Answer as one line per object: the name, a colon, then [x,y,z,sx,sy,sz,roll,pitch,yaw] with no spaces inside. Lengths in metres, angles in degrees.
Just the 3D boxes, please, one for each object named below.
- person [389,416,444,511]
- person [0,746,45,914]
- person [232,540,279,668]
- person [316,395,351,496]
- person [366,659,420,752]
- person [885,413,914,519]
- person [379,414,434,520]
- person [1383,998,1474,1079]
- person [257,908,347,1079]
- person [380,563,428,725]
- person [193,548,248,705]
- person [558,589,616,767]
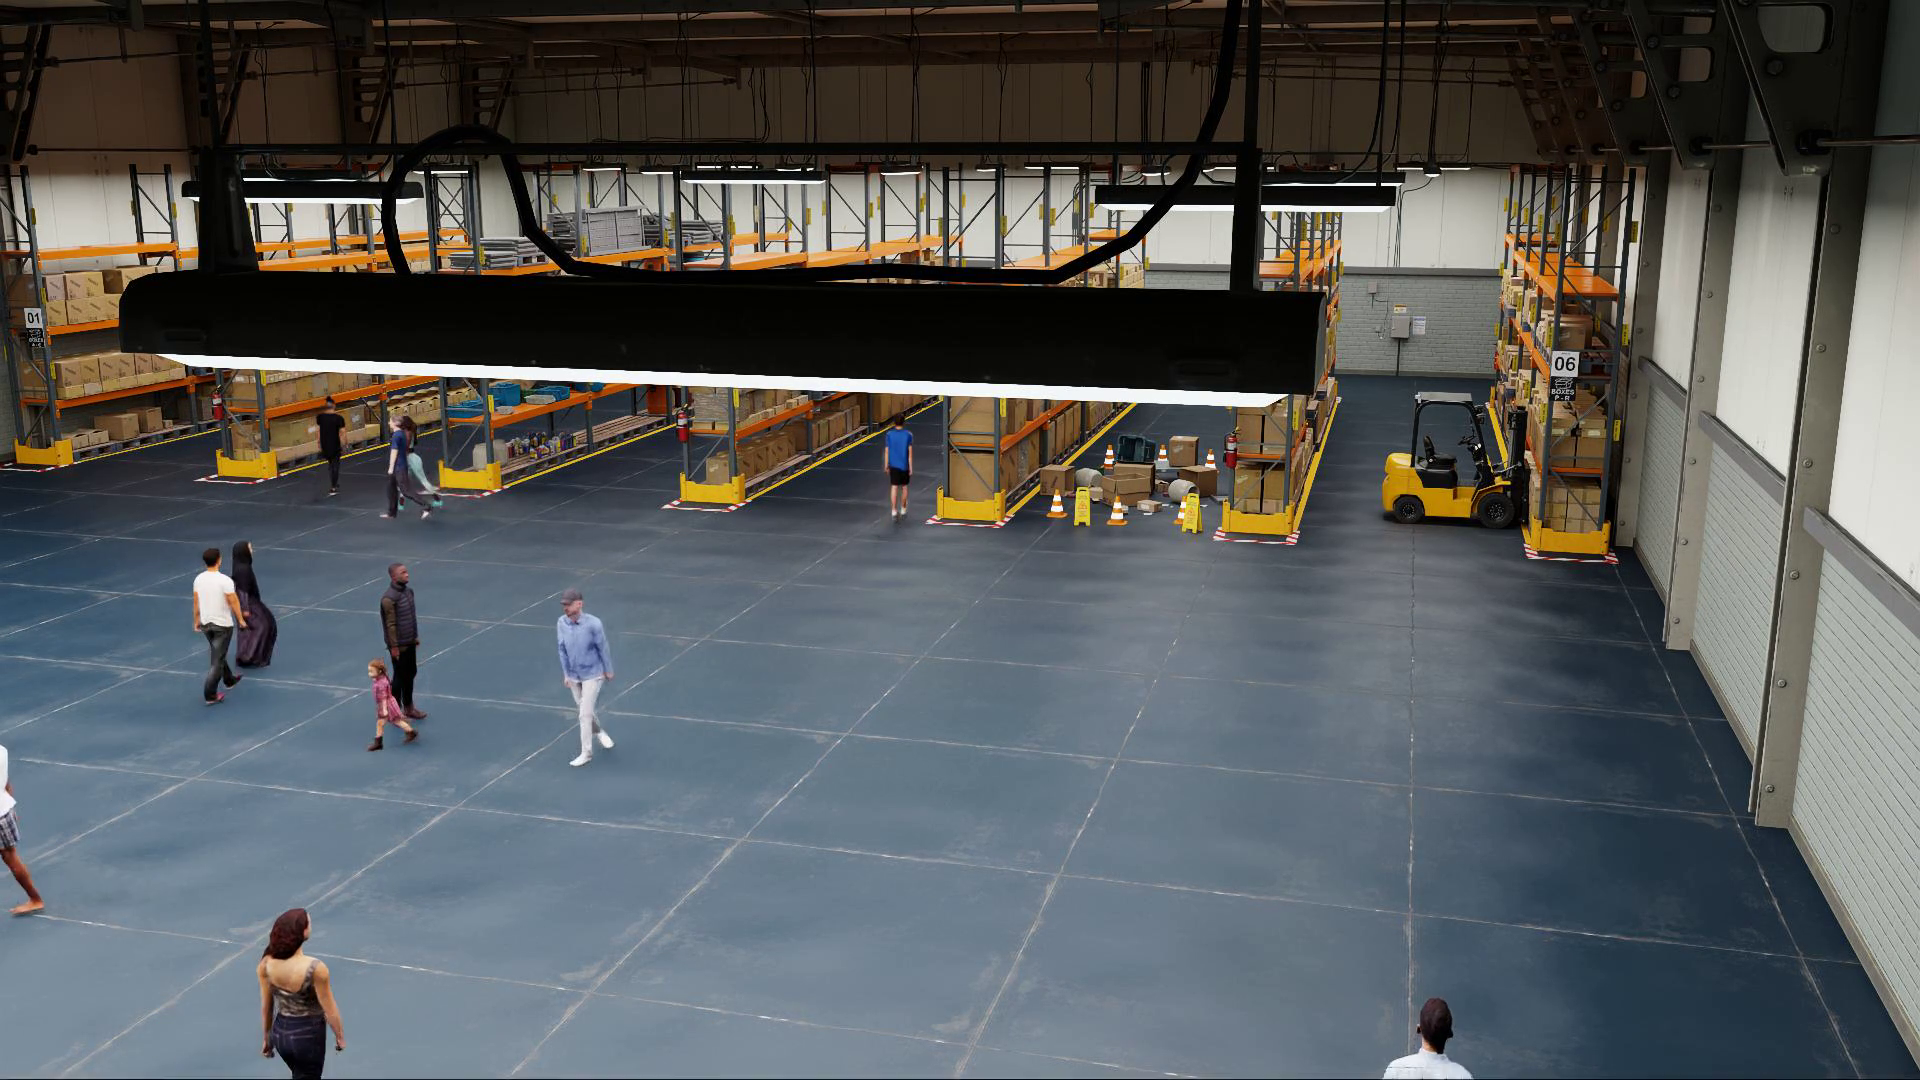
person: [-9.608,-1.333,29.460,1.101,1.686,1.102,-6,14,-24]
person: [-7.893,2.301,13.756,1.047,1.691,1.108,-3,13,-14]
person: [-8.841,0.795,20.437,0.884,1.610,0.825,-8,15,-30]
person: [-11.728,-1.758,30.936,0.754,1.848,0.769,1,13,6]
person: [-6.053,1.746,17.705,0.810,0.991,0.714,-9,16,-33]
person: [-1.071,-1.255,28.810,0.838,1.828,1.272,1,13,3]
person: [-9.572,-1.226,28.672,1.046,1.832,1.201,-2,13,-10]
person: [2.453,3.378,8.845,0.659,1.808,1.183,3,13,15]
person: [-4.053,3.127,10.079,0.635,1.741,0.845,3,13,12]
person: [-6.203,1.133,18.478,0.758,1.836,0.536,2,13,9]
person: [-8.616,1.014,19.137,0.635,1.771,0.992,4,14,16]
person: [-3.863,1.389,17.360,0.705,1.841,1.037,3,13,14]
